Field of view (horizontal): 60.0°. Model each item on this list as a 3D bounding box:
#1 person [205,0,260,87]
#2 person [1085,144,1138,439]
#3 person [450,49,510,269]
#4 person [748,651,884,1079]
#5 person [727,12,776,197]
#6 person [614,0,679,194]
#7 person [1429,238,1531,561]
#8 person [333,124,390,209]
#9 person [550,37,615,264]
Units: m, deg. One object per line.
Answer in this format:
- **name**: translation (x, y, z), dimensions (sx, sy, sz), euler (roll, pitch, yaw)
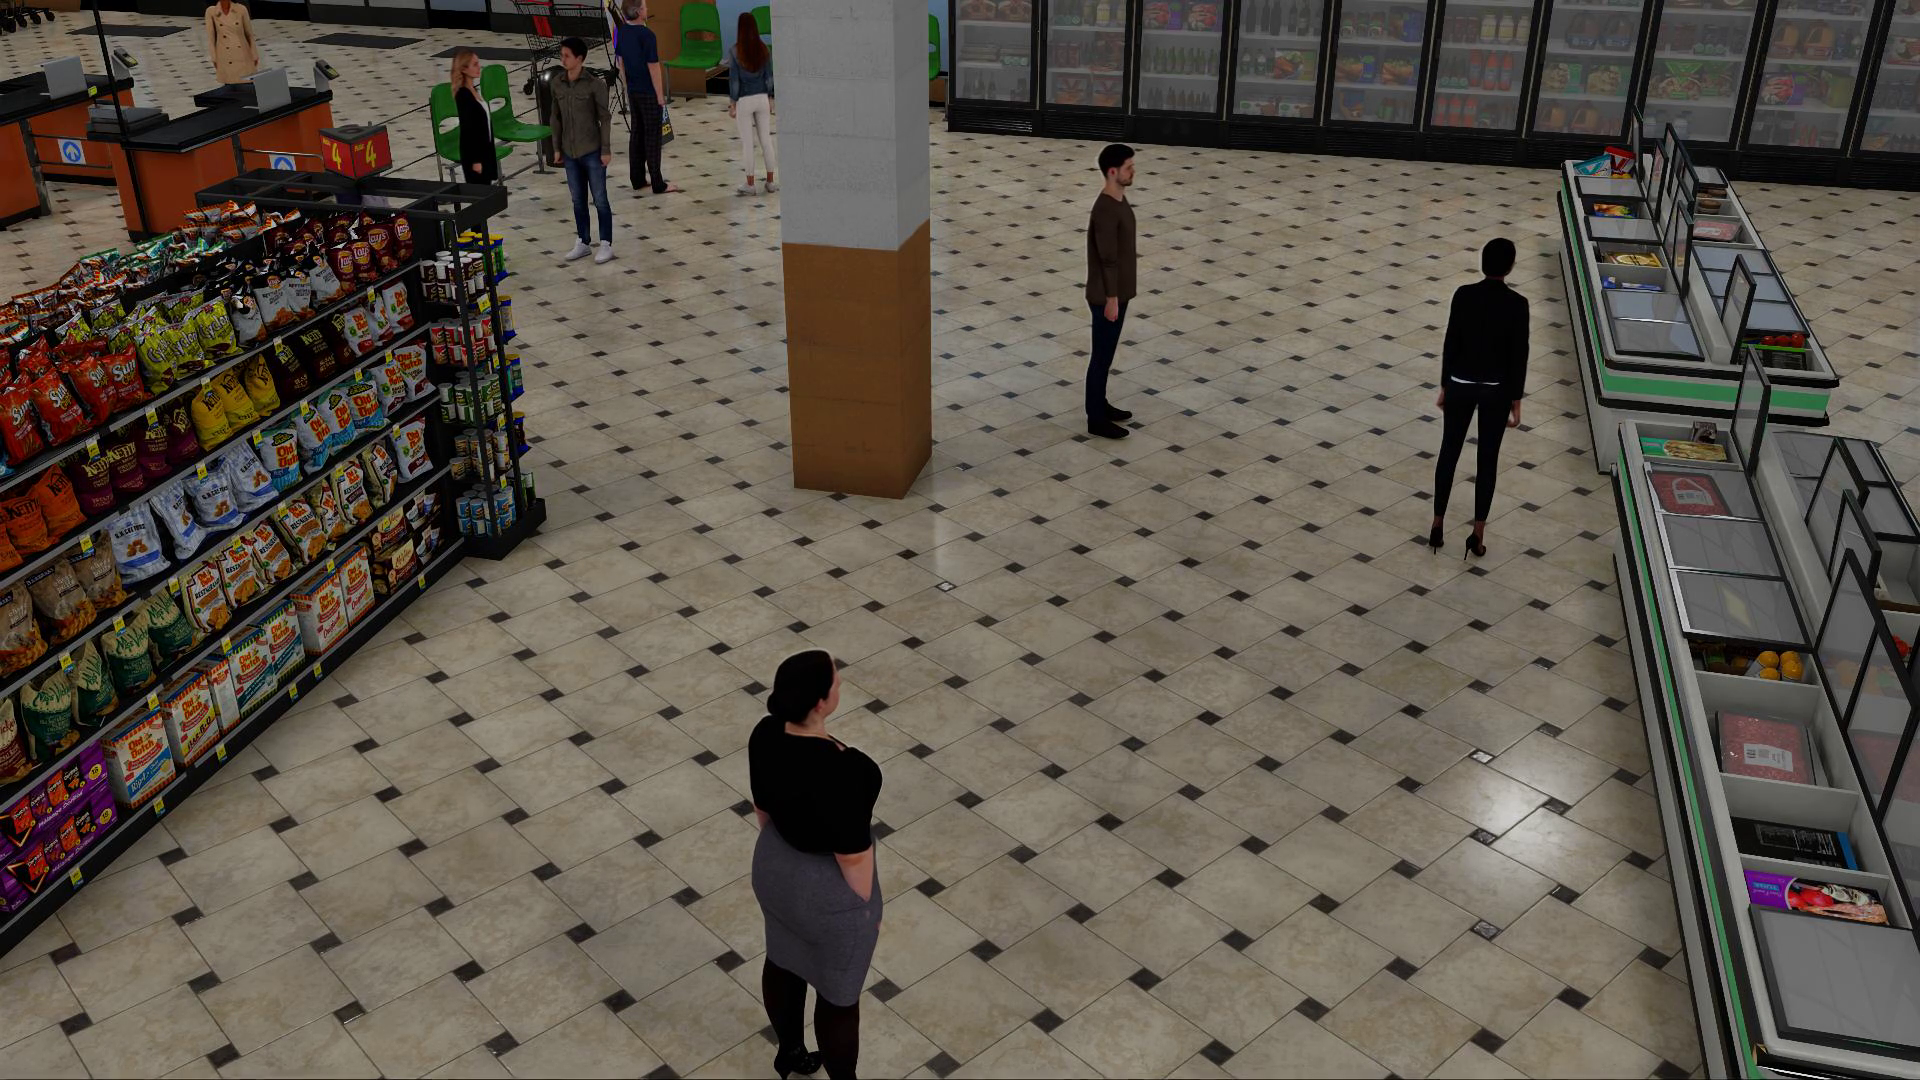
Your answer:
- **person**: translation (-7.862, -5.224, 18.037), dimensions (0.720, 1.682, 0.736), euler (-9, 28, -18)
- **person**: translation (0.960, -1.602, 10.669), dimensions (0.721, 1.887, 0.512), euler (5, 27, 9)
- **person**: translation (-4.021, -3.159, 13.834), dimensions (0.727, 1.801, 0.574), euler (-3, 27, -6)
- **person**: translation (-0.478, 1.136, 5.412), dimensions (0.791, 1.758, 0.771), euler (-24, 35, -38)
- **person**: translation (-1.992, -4.178, 15.954), dimensions (0.674, 1.700, 0.735), euler (-15, 30, -27)
- **person**: translation (-3.043, -4.291, 15.987), dimensions (0.733, 1.872, 0.693), euler (20, 33, 33)
- **person**: translation (2.821, -0.760, 9.066), dimensions (0.665, 1.834, 0.616), euler (16, 31, 28)
- **person**: translation (-4.045, -1.933, 11.386), dimensions (0.824, 1.828, 0.635), euler (-2, 27, -4)
- **person**: translation (-3.154, -3.282, 14.004), dimensions (0.714, 1.867, 0.578), euler (9, 28, 17)
